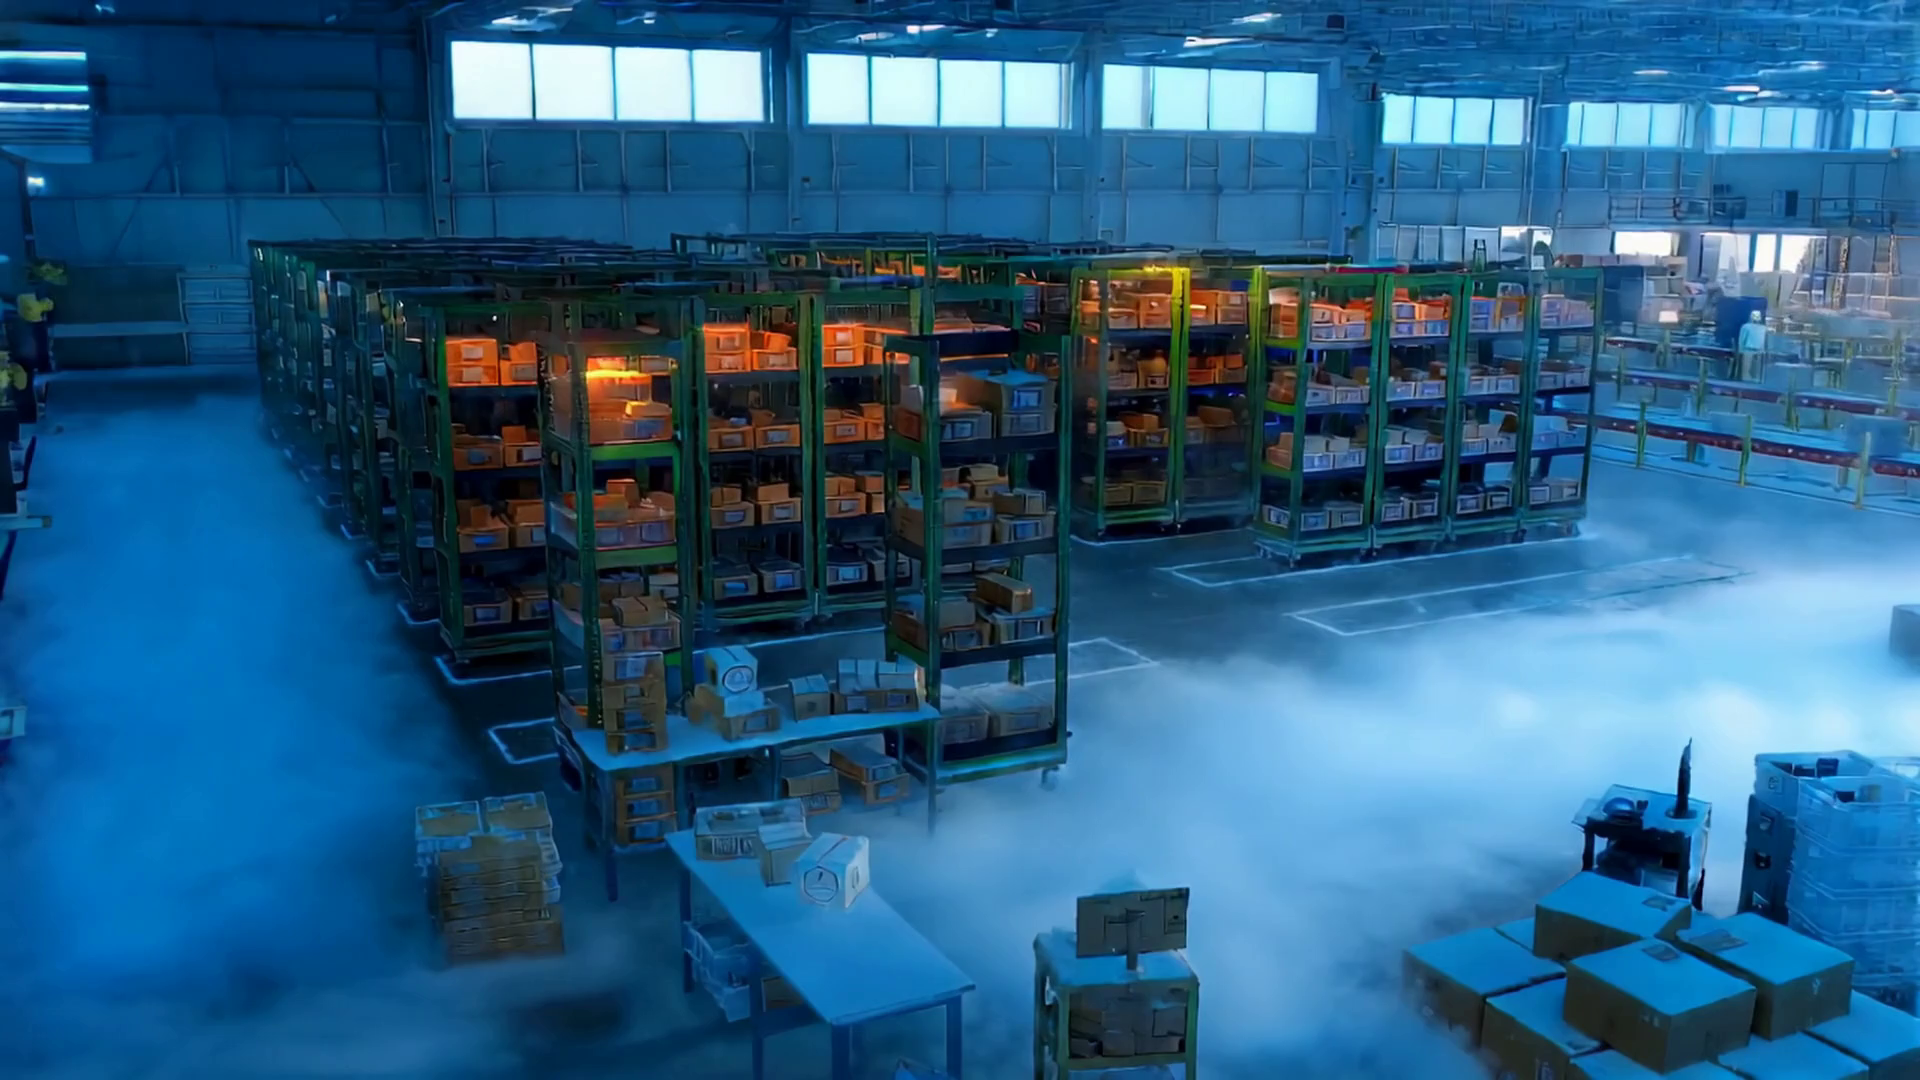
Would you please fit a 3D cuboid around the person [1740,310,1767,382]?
[{"bbox_3d":[17.976,-4.247,37.679,0.640,1.904,0.409,-3,12,-13],"label":"person"}]

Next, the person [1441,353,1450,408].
[{"bbox_3d":[8.718,-2.524,29.950,0.552,1.750,0.369,-5,13,-23],"label":"person"}]

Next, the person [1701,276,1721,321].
[{"bbox_3d":[22.543,-6.925,50.015,1.071,1.989,0.625,-5,13,-22],"label":"person"}]

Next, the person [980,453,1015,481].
[{"bbox_3d":[0.576,-1.281,23.589,0.612,1.995,0.377,0,12,-1],"label":"person"}]
